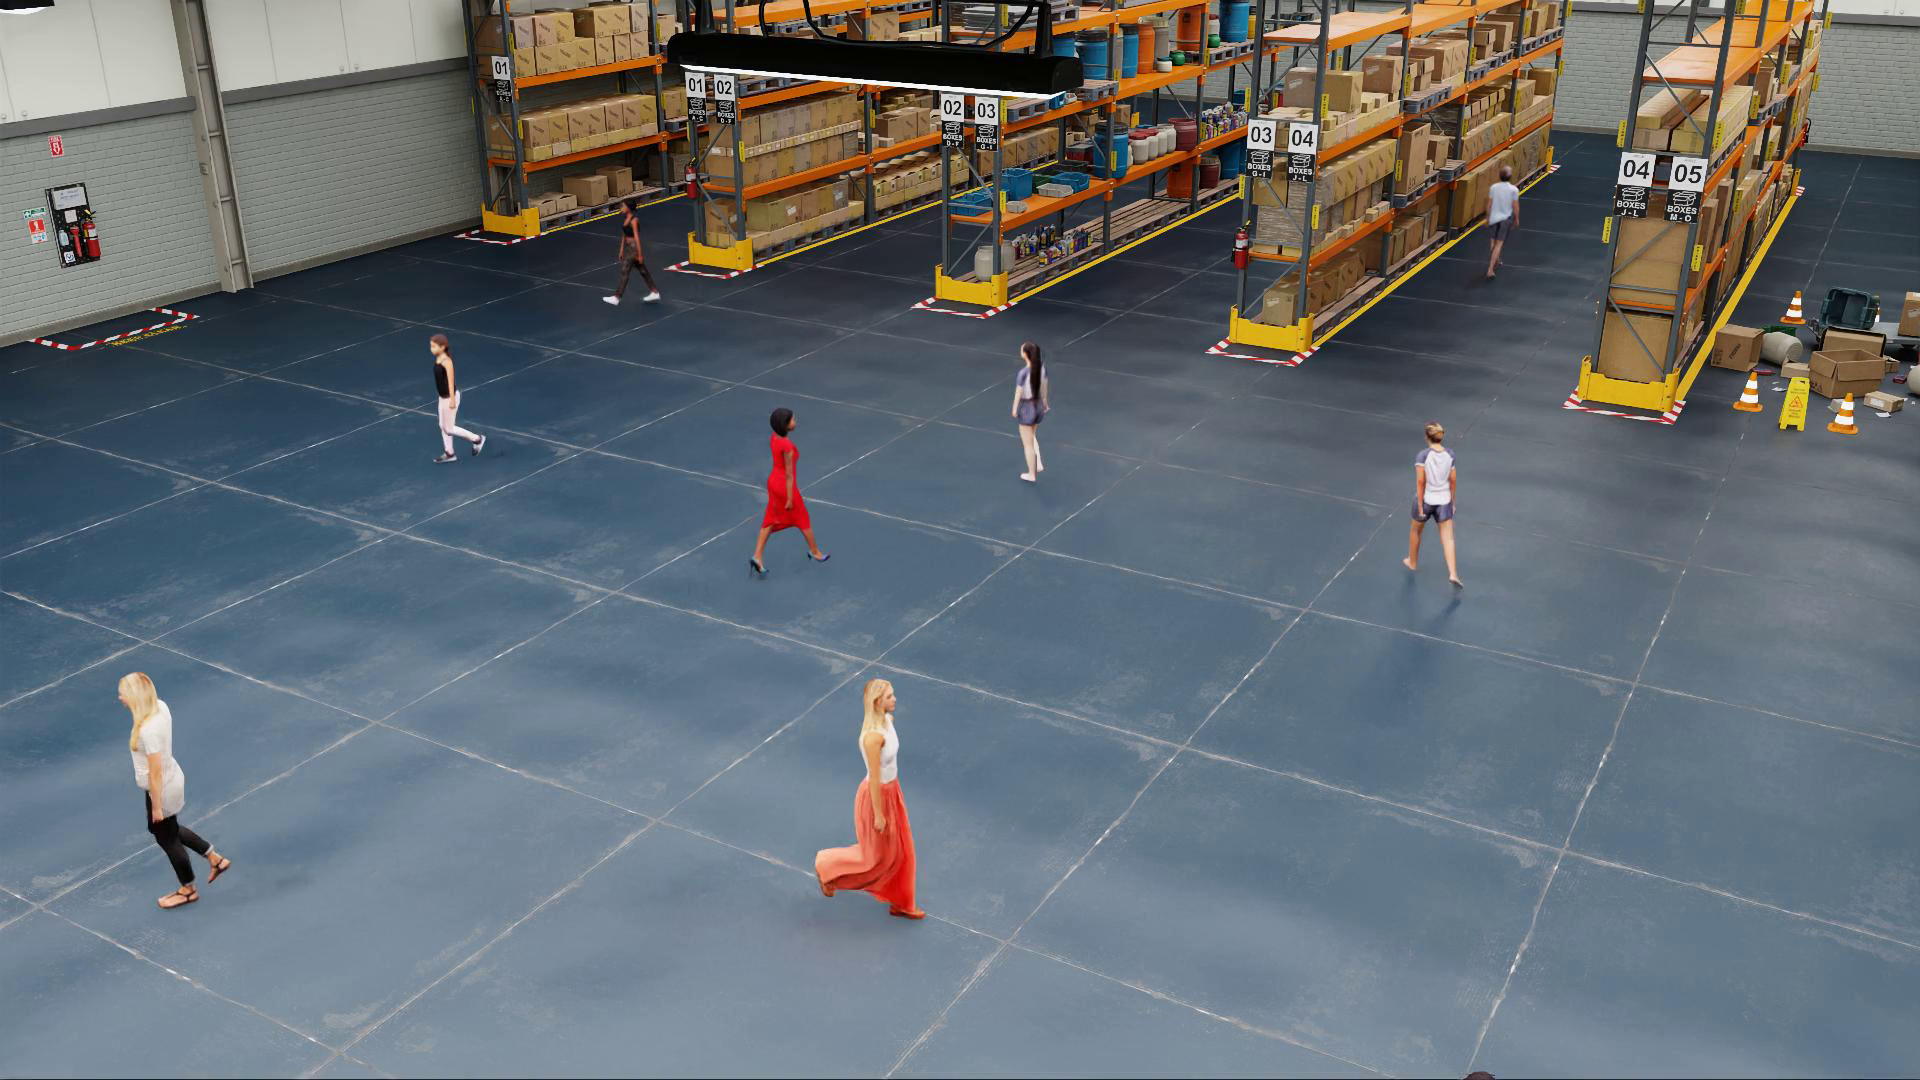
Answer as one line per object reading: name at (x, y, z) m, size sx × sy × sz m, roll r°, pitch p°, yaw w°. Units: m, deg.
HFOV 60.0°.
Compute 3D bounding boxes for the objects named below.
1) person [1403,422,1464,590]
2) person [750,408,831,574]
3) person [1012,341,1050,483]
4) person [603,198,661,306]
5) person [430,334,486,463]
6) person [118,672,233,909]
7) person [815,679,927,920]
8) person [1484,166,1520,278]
person at (4.641, -0.305, 16.197) m, size 0.996 × 1.575 × 1.148 m, roll -1°, pitch 23°, yaw -2°
person at (-1.816, -0.443, 16.366) m, size 1.168 × 1.697 × 0.932 m, roll -13°, pitch 26°, yaw -28°
person at (0.866, -1.428, 18.756) m, size 0.594 × 1.640 × 0.735 m, roll -21°, pitch 31°, yaw -40°
person at (-4.998, -4.476, 25.916) m, size 1.239 × 1.646 × 1.015 m, roll -12°, pitch 26°, yaw -26°
person at (-5.909, -1.658, 19.415) m, size 0.899 × 1.547 × 0.732 m, roll -15°, pitch 27°, yaw -31°
person at (-5.272, 1.677, 11.239) m, size 0.888 × 1.808 × 0.825 m, roll -7°, pitch 24°, yaw -17°
person at (-0.620, 1.746, 11.105) m, size 0.834 × 1.786 × 1.006 m, roll 6°, pitch 24°, yaw 15°
person at (8.899, -5.219, 27.484) m, size 0.743 × 1.785 × 1.154 m, roll 15°, pitch 27°, yaw 32°
